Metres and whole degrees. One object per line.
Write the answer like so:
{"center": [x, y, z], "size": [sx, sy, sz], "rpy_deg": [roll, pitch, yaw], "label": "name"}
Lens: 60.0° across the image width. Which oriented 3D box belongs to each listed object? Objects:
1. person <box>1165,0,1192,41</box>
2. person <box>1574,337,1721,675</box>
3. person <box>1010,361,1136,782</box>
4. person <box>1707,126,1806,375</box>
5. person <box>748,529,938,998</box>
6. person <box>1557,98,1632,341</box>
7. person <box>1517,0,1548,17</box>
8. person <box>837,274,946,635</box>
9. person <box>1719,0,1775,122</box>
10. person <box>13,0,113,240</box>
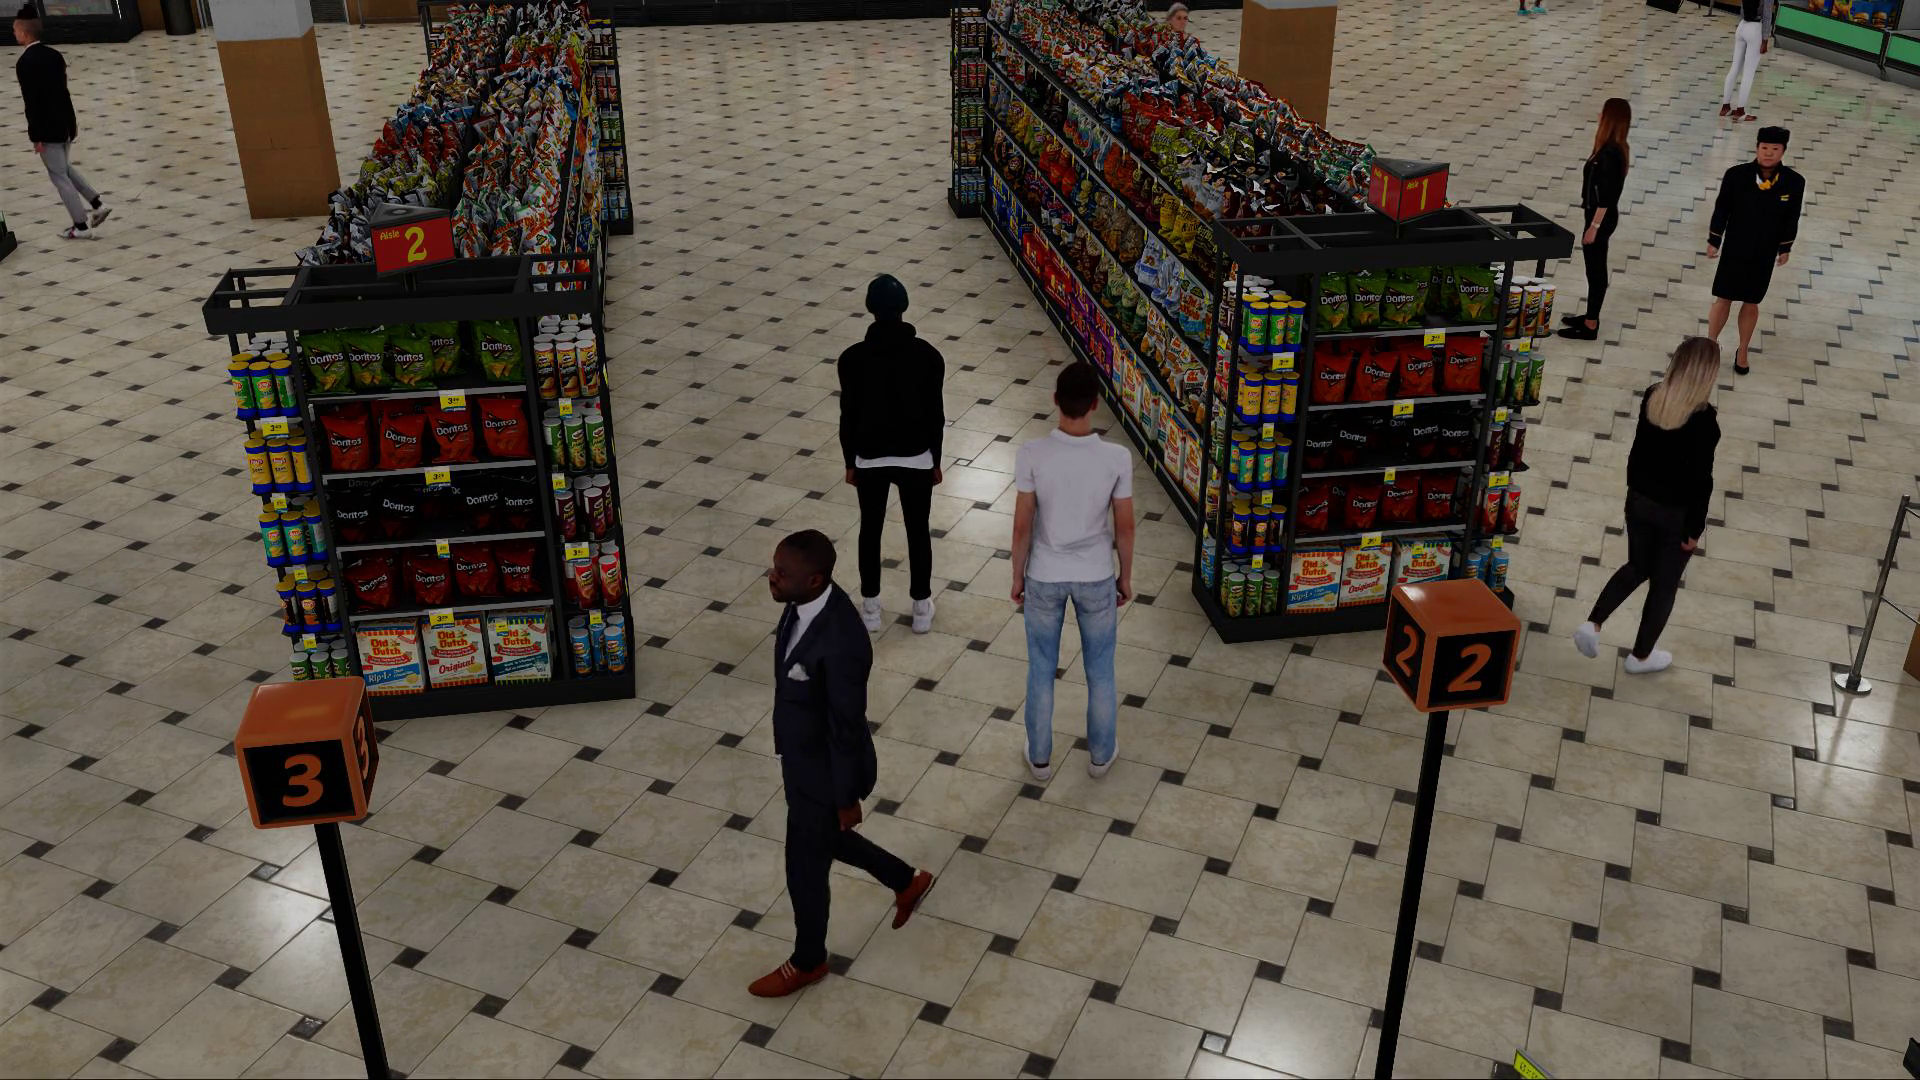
{"center": [1.891, -4.079, 15.420], "size": [0.617, 1.689, 1.140], "rpy_deg": [-6, 28, -12], "label": "person"}
{"center": [3.136, -0.109, 7.612], "size": [0.802, 1.670, 0.821], "rpy_deg": [-11, 29, -20], "label": "person"}
{"center": [0.457, 0.157, 6.891], "size": [0.700, 1.850, 0.612], "rpy_deg": [1, 27, 2], "label": "person"}
{"center": [5.345, -1.957, 11.257], "size": [0.806, 1.671, 0.824], "rpy_deg": [11, 29, 21], "label": "person"}
{"center": [-0.404, 0.761, 5.752], "size": [0.813, 1.802, 0.934], "rpy_deg": [-8, 28, -16], "label": "person"}
{"center": [4.578, -2.276, 11.857], "size": [0.736, 1.696, 0.648], "rpy_deg": [13, 30, 24], "label": "person"}
{"center": [8.277, -8.463, 24.046], "size": [0.744, 1.707, 0.710], "rpy_deg": [-17, 32, -31], "label": "person"}
{"center": [-0.321, -0.398, 8.020], "size": [0.707, 1.818, 0.649], "rpy_deg": [0, 27, 1], "label": "person"}
{"center": [8.624, -5.477, 18.137], "size": [0.660, 1.725, 0.473], "rpy_deg": [-7, 28, -13], "label": "person"}
{"center": [-7.520, -3.482, 13.963], "size": [0.871, 1.943, 0.768], "rpy_deg": [2, 27, 5], "label": "person"}
